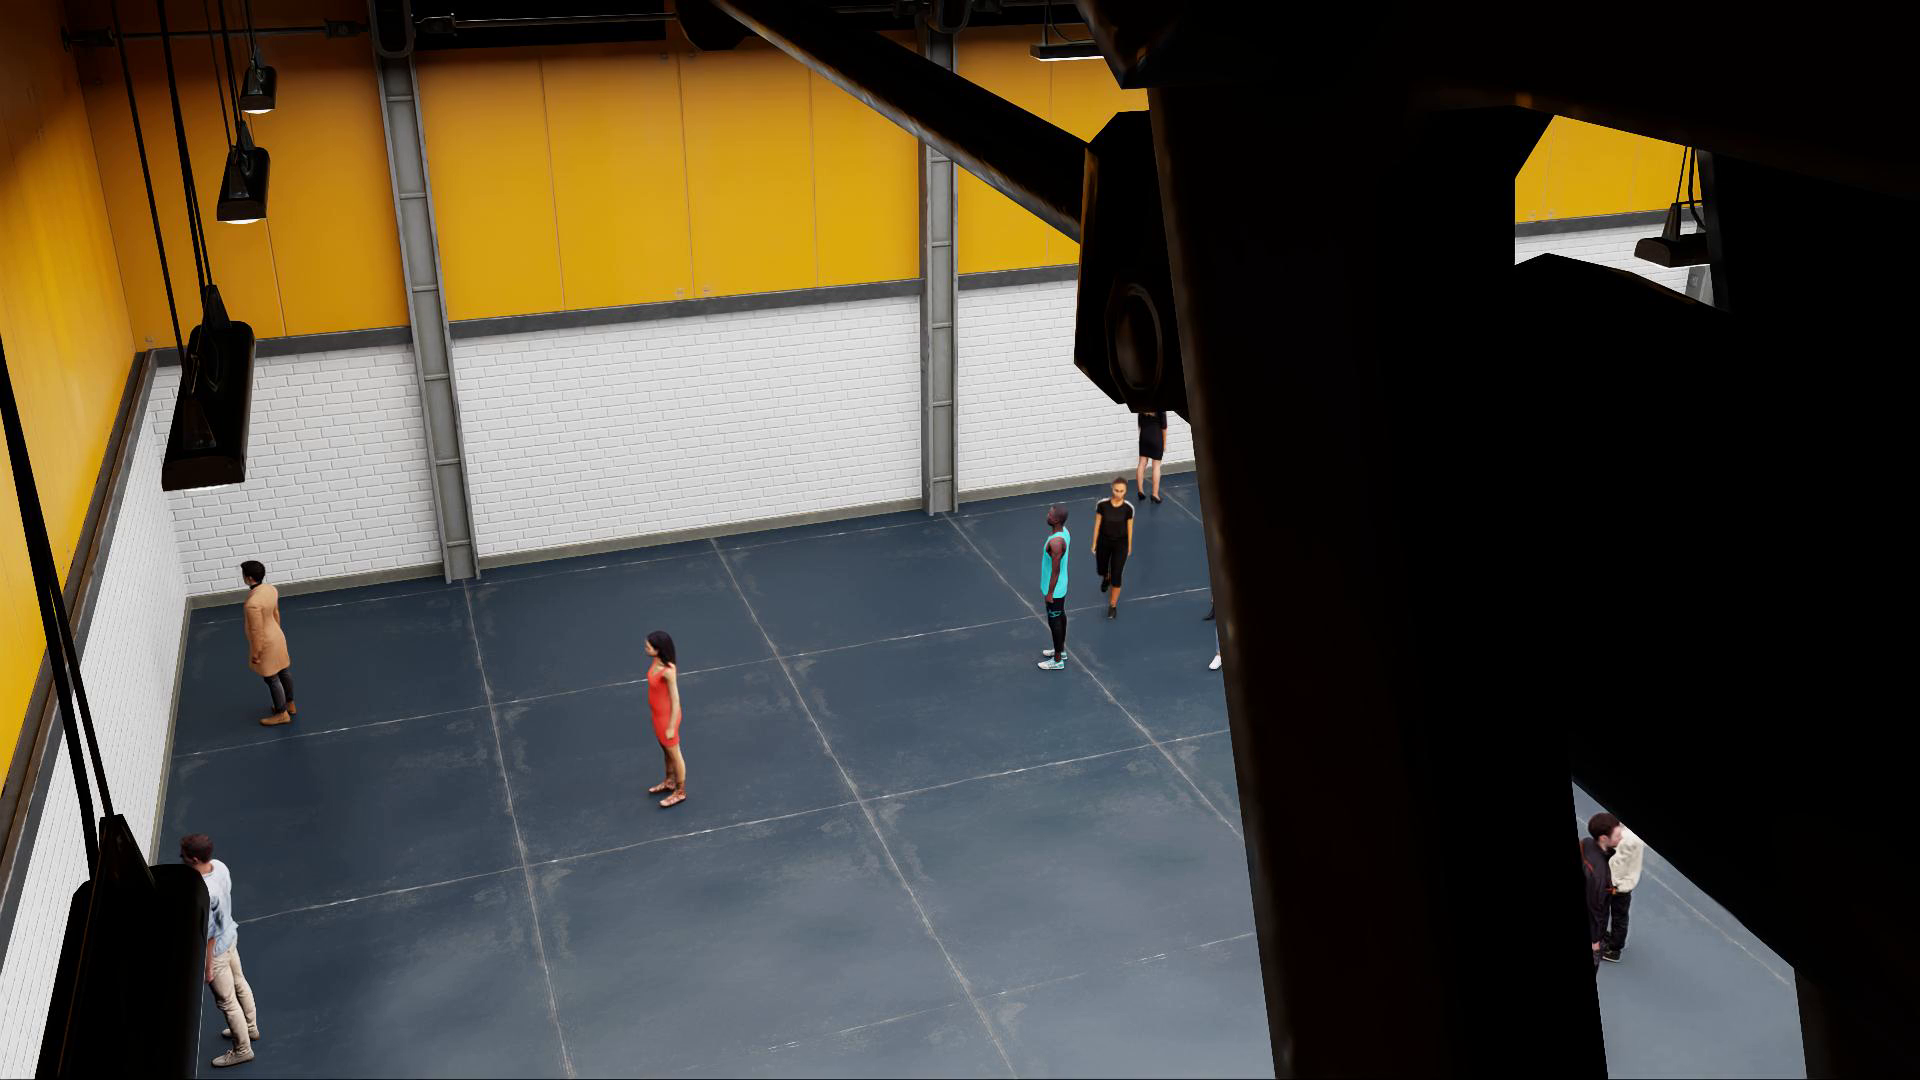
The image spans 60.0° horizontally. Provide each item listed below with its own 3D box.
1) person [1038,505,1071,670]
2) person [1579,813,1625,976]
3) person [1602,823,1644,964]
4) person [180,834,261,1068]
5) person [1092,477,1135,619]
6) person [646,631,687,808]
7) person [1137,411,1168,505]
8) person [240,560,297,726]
[{"bbox_3d":[1.004,0.480,17.328,0.705,1.811,0.693,6,24,13],"label":"person"},{"bbox_3d":[4.499,2.779,11.940,0.760,1.914,0.776,3,24,6],"label":"person"},{"bbox_3d":[5.154,2.603,12.920,0.697,1.452,0.644,10,25,21],"label":"person"},{"bbox_3d":[-5.262,2.880,11.793,0.622,1.848,0.698,-3,24,-7],"label":"person"},{"bbox_3d":[1.704,0.029,18.569,0.950,1.645,0.962,8,25,18],"label":"person"},{"bbox_3d":[-2.634,1.574,14.938,0.572,1.720,0.619,-12,26,-26],"label":"person"},{"bbox_3d":[2.474,-1.279,21.523,0.621,1.675,0.639,16,28,33],"label":"person"},{"bbox_3d":[-6.773,0.985,16.279,0.750,1.726,0.741,1,24,3],"label":"person"}]
